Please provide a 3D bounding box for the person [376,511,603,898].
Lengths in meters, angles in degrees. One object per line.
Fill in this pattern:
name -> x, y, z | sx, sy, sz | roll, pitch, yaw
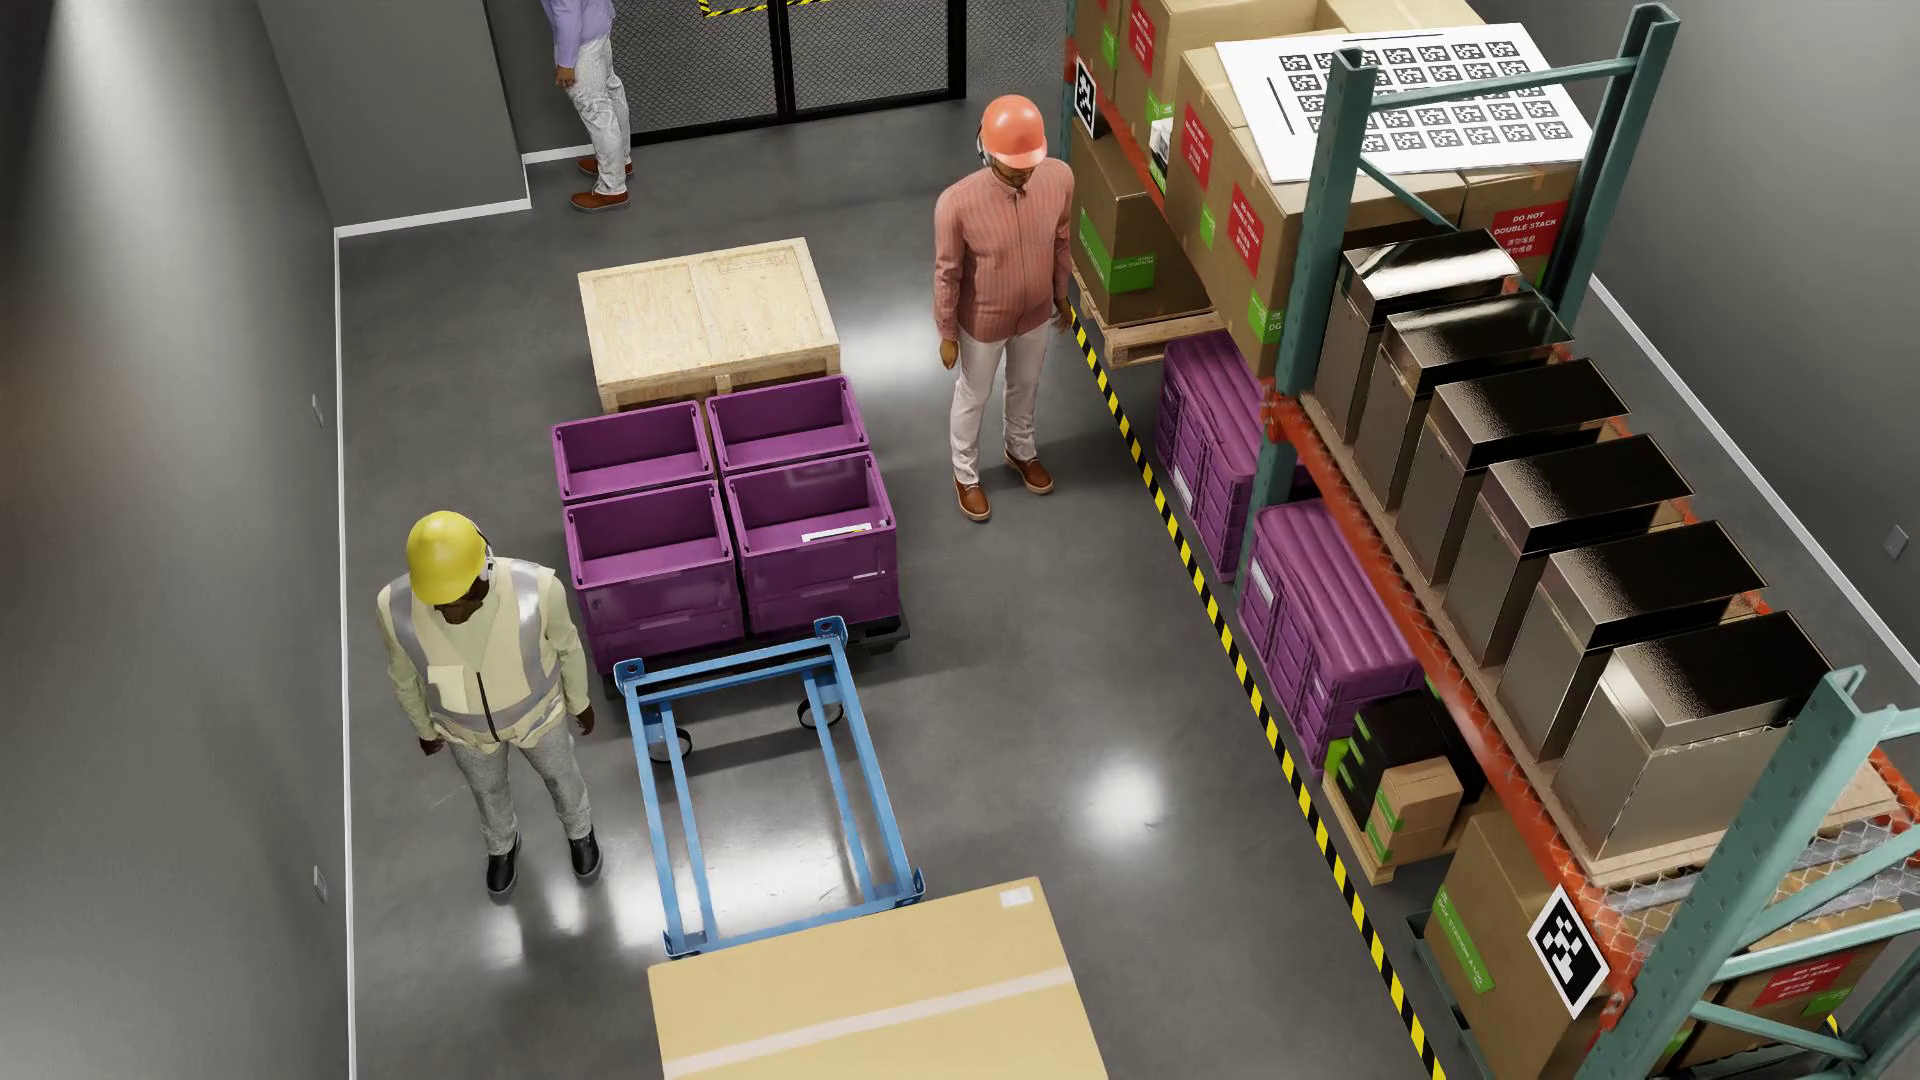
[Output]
person -> -1.505, 0.555, 5.448 | 0.599, 1.830, 0.403 | -9, 48, -8

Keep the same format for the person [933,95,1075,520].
person -> 0.189, -0.915, 6.689 | 0.625, 1.992, 0.388 | -22, 51, -19

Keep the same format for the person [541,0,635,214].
person -> -1.885, -2.510, 8.193 | 0.373, 1.939, 0.628 | 1, 47, 1
